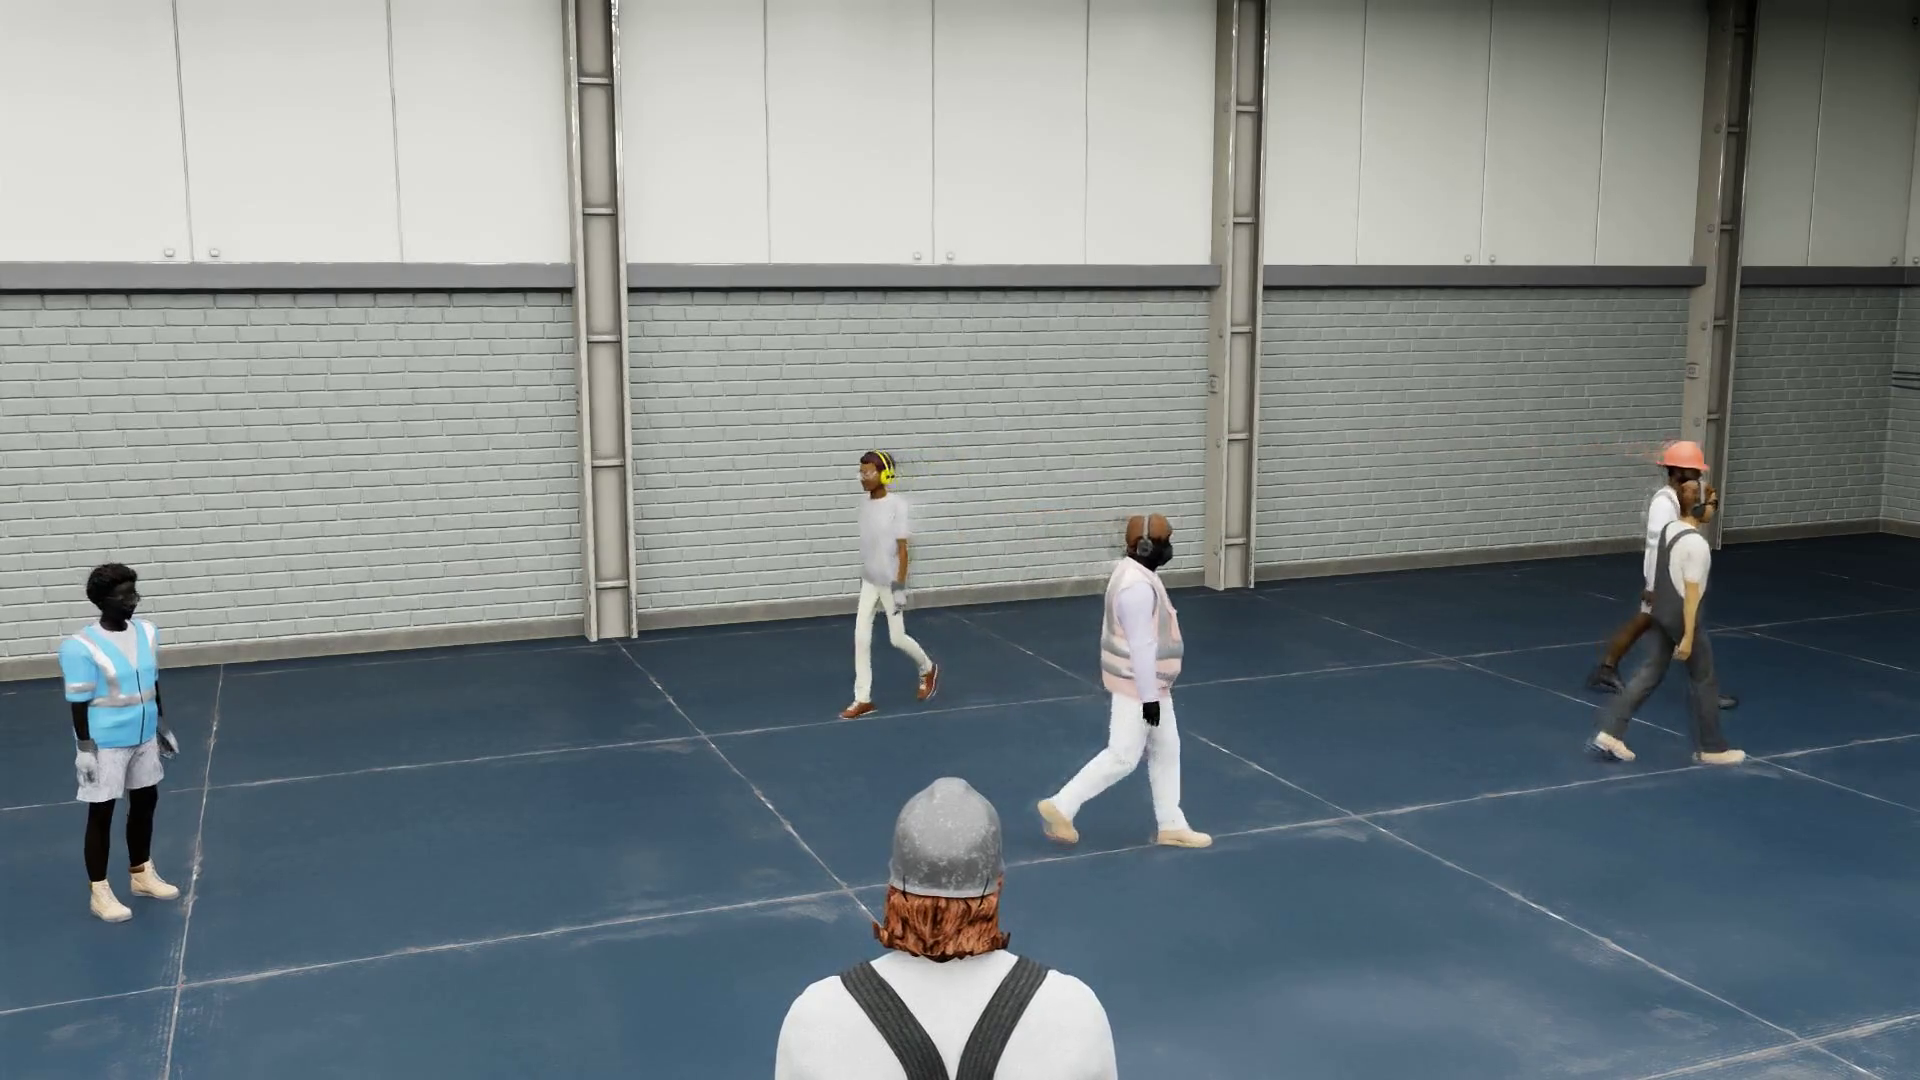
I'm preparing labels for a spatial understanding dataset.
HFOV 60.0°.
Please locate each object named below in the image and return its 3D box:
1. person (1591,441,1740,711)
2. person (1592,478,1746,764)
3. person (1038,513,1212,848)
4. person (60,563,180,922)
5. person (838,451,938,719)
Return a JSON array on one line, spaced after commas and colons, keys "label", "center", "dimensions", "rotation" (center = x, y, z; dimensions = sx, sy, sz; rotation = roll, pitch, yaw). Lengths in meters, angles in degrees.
[{"label": "person", "center": [5.001, 0.234, 11.774], "dimensions": [0.999, 1.891, 0.548], "rotation": [5, 10, 29]}, {"label": "person", "center": [4.400, 0.511, 10.263], "dimensions": [0.936, 1.813, 0.526], "rotation": [-1, 9, -7]}, {"label": "person", "center": [0.874, 0.751, 8.740], "dimensions": [0.853, 1.812, 0.623], "rotation": [2, 9, 10]}, {"label": "person", "center": [-3.986, 0.940, 7.907], "dimensions": [0.322, 1.688, 0.564], "rotation": [3, 10, 18]}, {"label": "person", "center": [-0.486, 0.285, 11.541], "dimensions": [0.517, 1.847, 0.823], "rotation": [7, 11, 37]}]
